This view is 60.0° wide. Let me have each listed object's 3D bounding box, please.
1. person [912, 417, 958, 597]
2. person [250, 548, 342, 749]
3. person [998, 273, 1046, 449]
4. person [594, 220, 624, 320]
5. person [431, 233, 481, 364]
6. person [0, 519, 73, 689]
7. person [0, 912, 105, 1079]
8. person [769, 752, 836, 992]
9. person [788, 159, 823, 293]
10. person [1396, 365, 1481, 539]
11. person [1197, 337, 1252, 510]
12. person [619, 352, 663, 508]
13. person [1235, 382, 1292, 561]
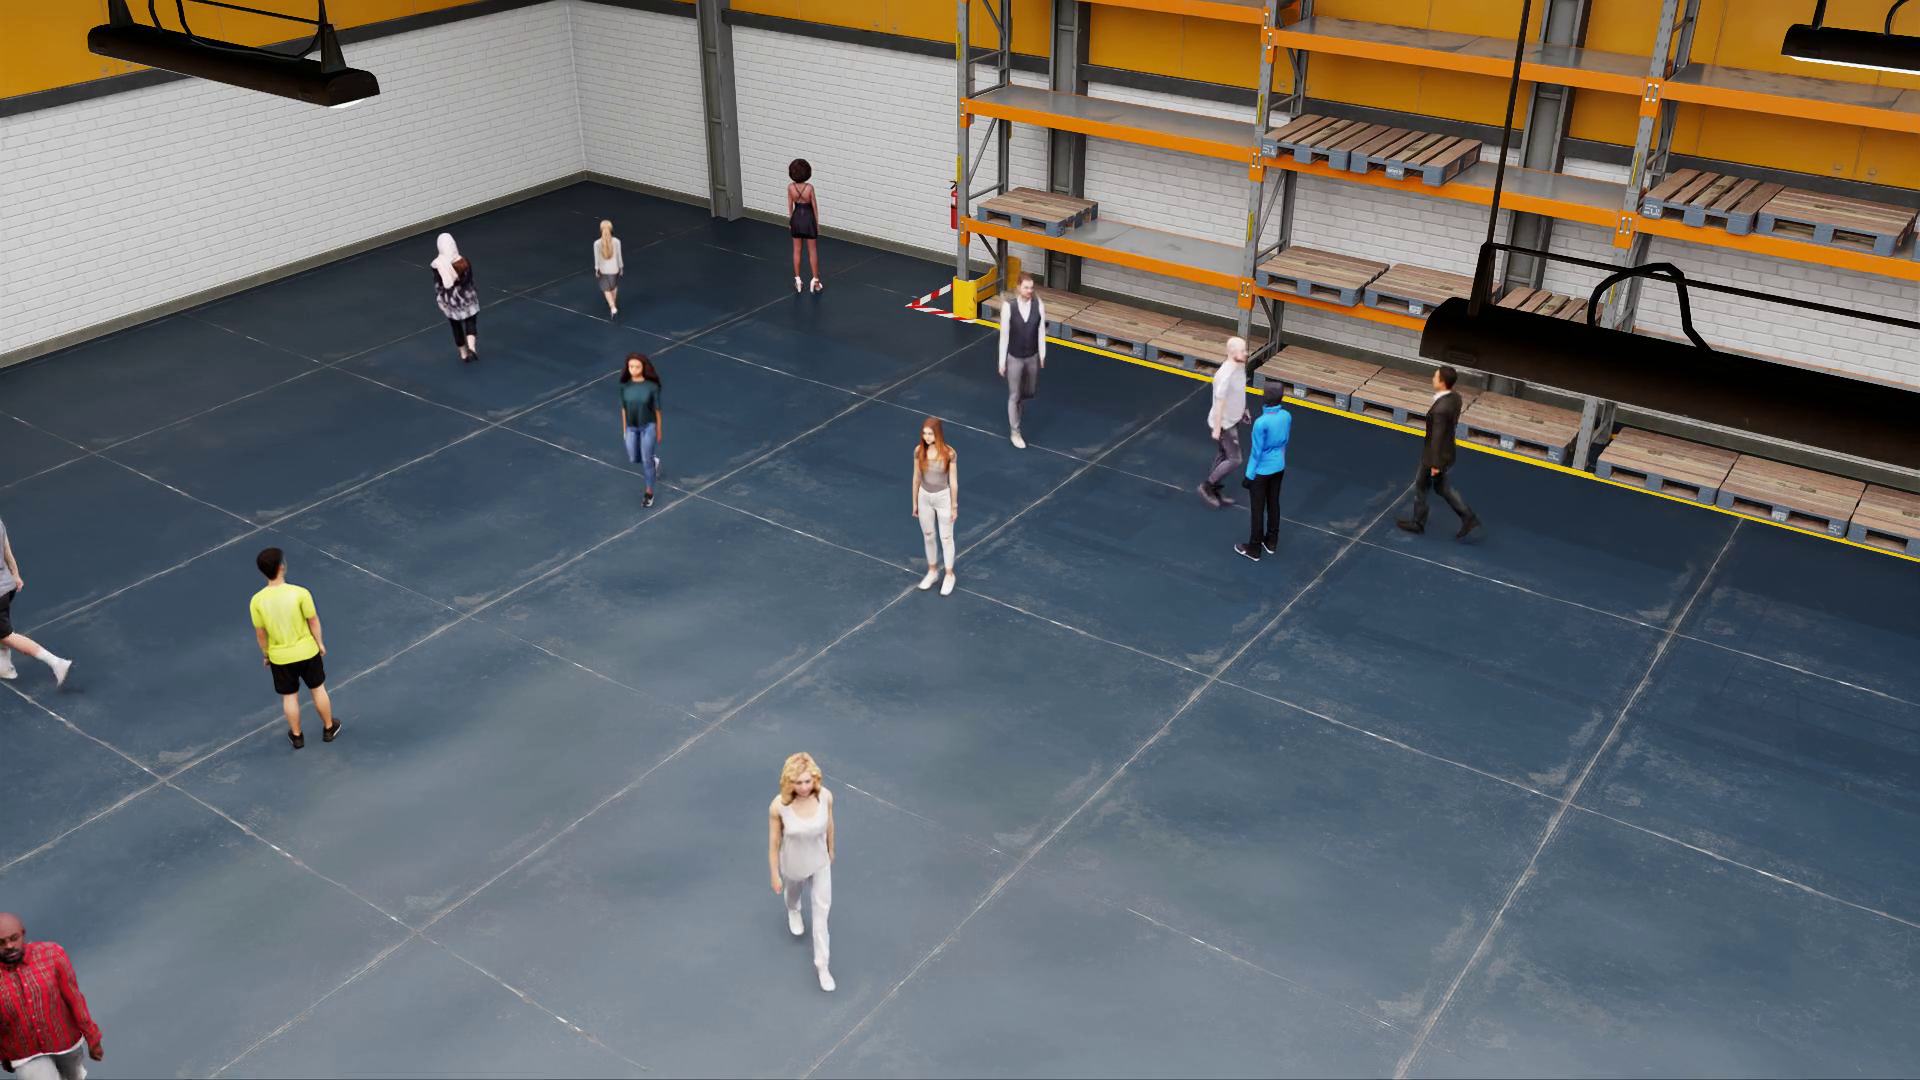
[{"bbox_3d":[-0.209,-0.337,15.119,0.562,1.716,0.703,9,30,16],"label":"person"},{"bbox_3d":[-5.198,0.847,12.959,0.705,1.706,0.737,-8,30,-15],"label":"person"},{"bbox_3d":[0.638,-2.007,17.973,1.042,1.914,1.129,-6,29,-11],"label":"person"},{"bbox_3d":[-4.494,-3.458,21.319,0.763,1.257,0.915,-12,31,-21],"label":"person"},{"bbox_3d":[-5.969,-2.836,19.794,0.827,1.627,0.894,-9,30,-16],"label":"person"},{"bbox_3d":[-7.817,0.424,13.600,1.218,1.835,1.019,2,29,4],"label":"person"},{"bbox_3d":[-5.167,2.765,9.351,0.939,1.794,1.284,-20,34,-32],"label":"person"},{"bbox_3d":[-1.037,2.040,10.856,1.033,1.624,1.170,-8,30,-15],"label":"person"},{"bbox_3d":[-2.073,-4.173,22.075,0.597,1.789,0.704,5,29,10],"label":"person"},{"bbox_3d":[4.672,-0.806,15.907,0.989,1.784,0.676,15,32,26],"label":"person"},{"bbox_3d":[2.570,-1.184,16.565,0.740,1.818,0.718,12,31,21],"label":"person"},{"bbox_3d":[-3.182,-1.161,16.742,0.868,1.608,0.851,4,29,8],"label":"person"},{"bbox_3d":[2.891,-0.656,15.619,0.675,1.797,0.651,-20,34,-32],"label":"person"}]
